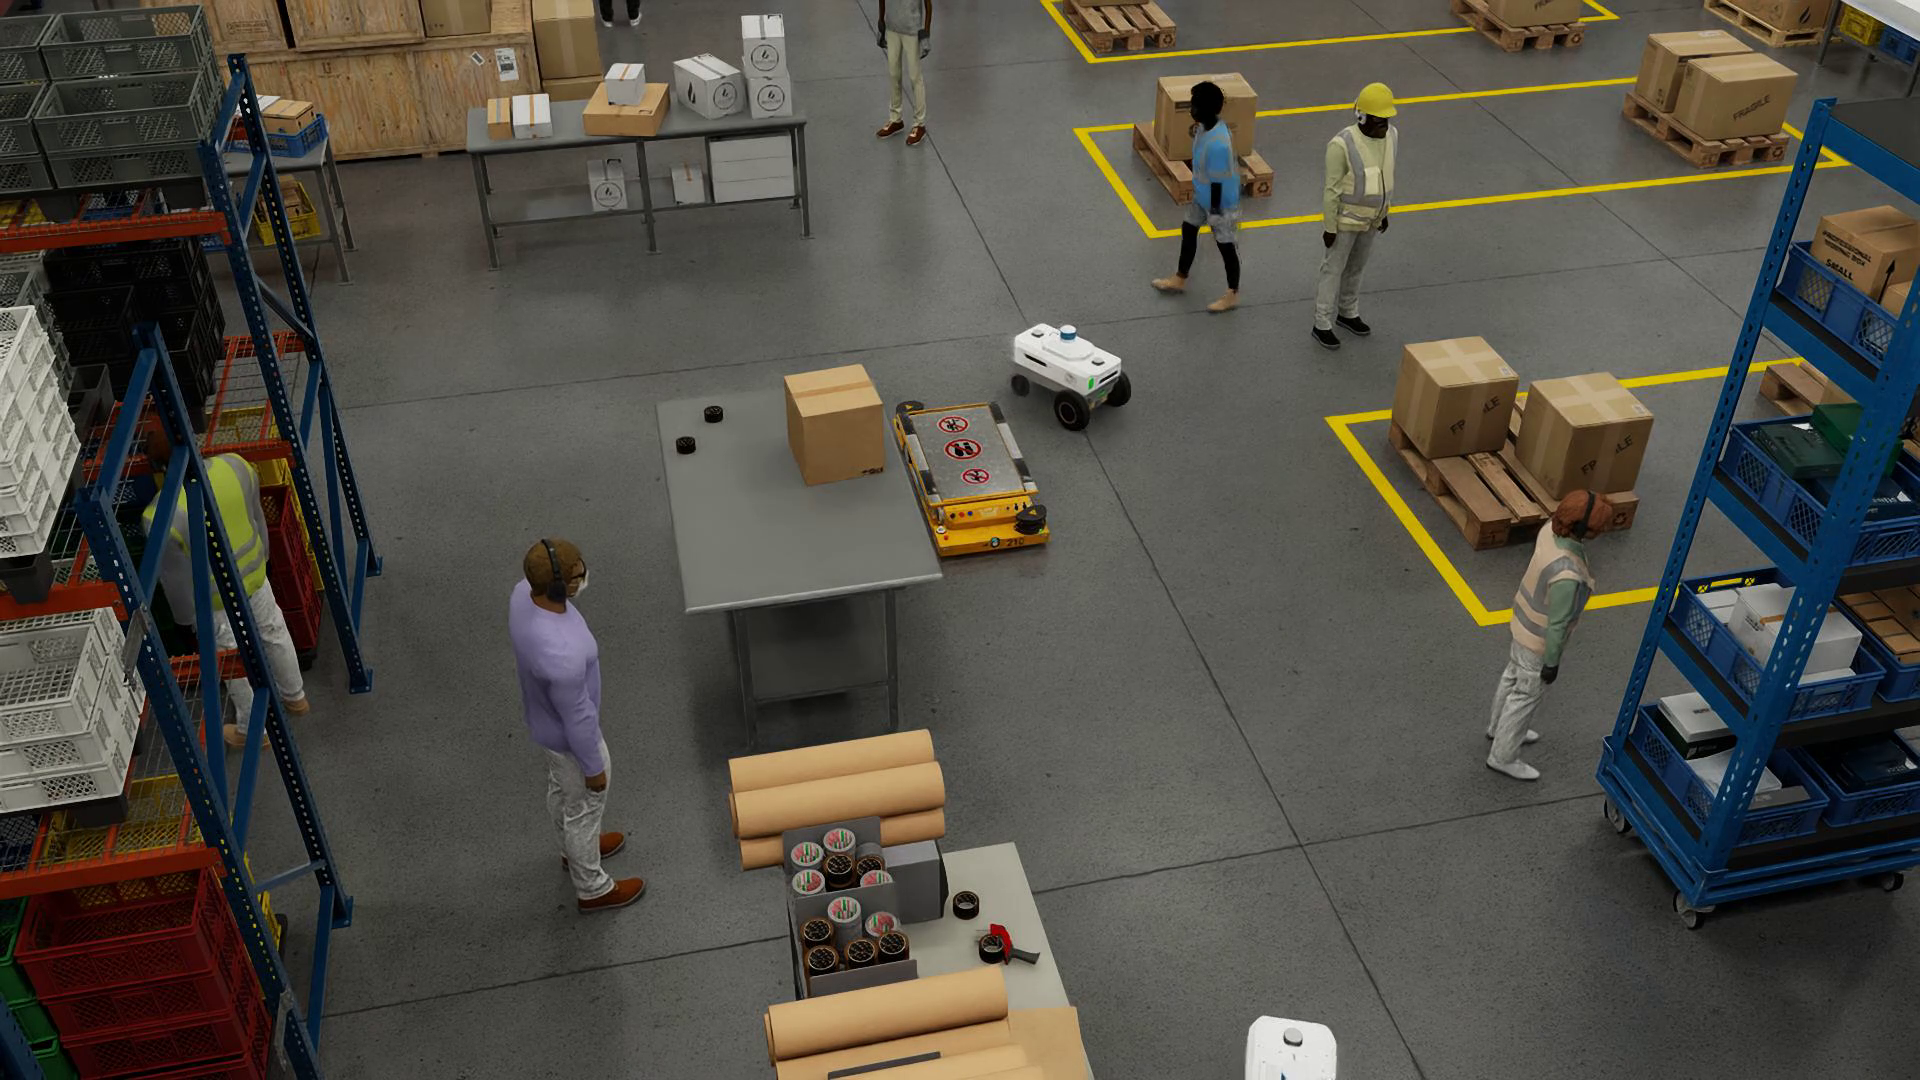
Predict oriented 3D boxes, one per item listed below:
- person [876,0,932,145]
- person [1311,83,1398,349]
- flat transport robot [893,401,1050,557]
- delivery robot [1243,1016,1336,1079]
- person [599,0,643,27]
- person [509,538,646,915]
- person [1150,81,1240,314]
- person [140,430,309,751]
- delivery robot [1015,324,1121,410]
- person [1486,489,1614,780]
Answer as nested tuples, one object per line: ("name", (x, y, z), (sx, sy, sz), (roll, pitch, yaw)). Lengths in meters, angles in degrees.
("person", (-0.477, -4.245, 13.914), (0.538, 1.860, 0.313), (21, 41, 25))
("person", (2.669, -2.178, 11.159), (0.586, 1.833, 0.403), (-23, 43, -28))
("flat transport robot", (0.046, -0.430, 10.108), (0.652, 0.197, 1.431), (-8, 37, -10))
("delivery robot", (1.247, 2.163, 6.312), (0.477, 0.478, 0.707), (6, 37, 8))
("person", (-3.402, -5.964, 16.188), (0.606, 1.908, 0.400), (-4, 37, -5))
("person", (-1.653, 0.797, 7.082), (0.363, 1.932, 0.630), (-17, 40, -22))
("person", (1.696, -2.373, 11.565), (0.659, 1.656, 0.551), (-3, 37, -4))
("person", (-3.533, 0.215, 7.942), (0.430, 1.838, 0.619), (15, 39, 19))
("delivery robot", (0.690, -1.156, 10.773), (0.707, 0.478, 0.477), (30, 46, 34))
("person", (2.737, 0.438, 7.811), (0.319, 1.631, 0.526), (6, 37, 9))
